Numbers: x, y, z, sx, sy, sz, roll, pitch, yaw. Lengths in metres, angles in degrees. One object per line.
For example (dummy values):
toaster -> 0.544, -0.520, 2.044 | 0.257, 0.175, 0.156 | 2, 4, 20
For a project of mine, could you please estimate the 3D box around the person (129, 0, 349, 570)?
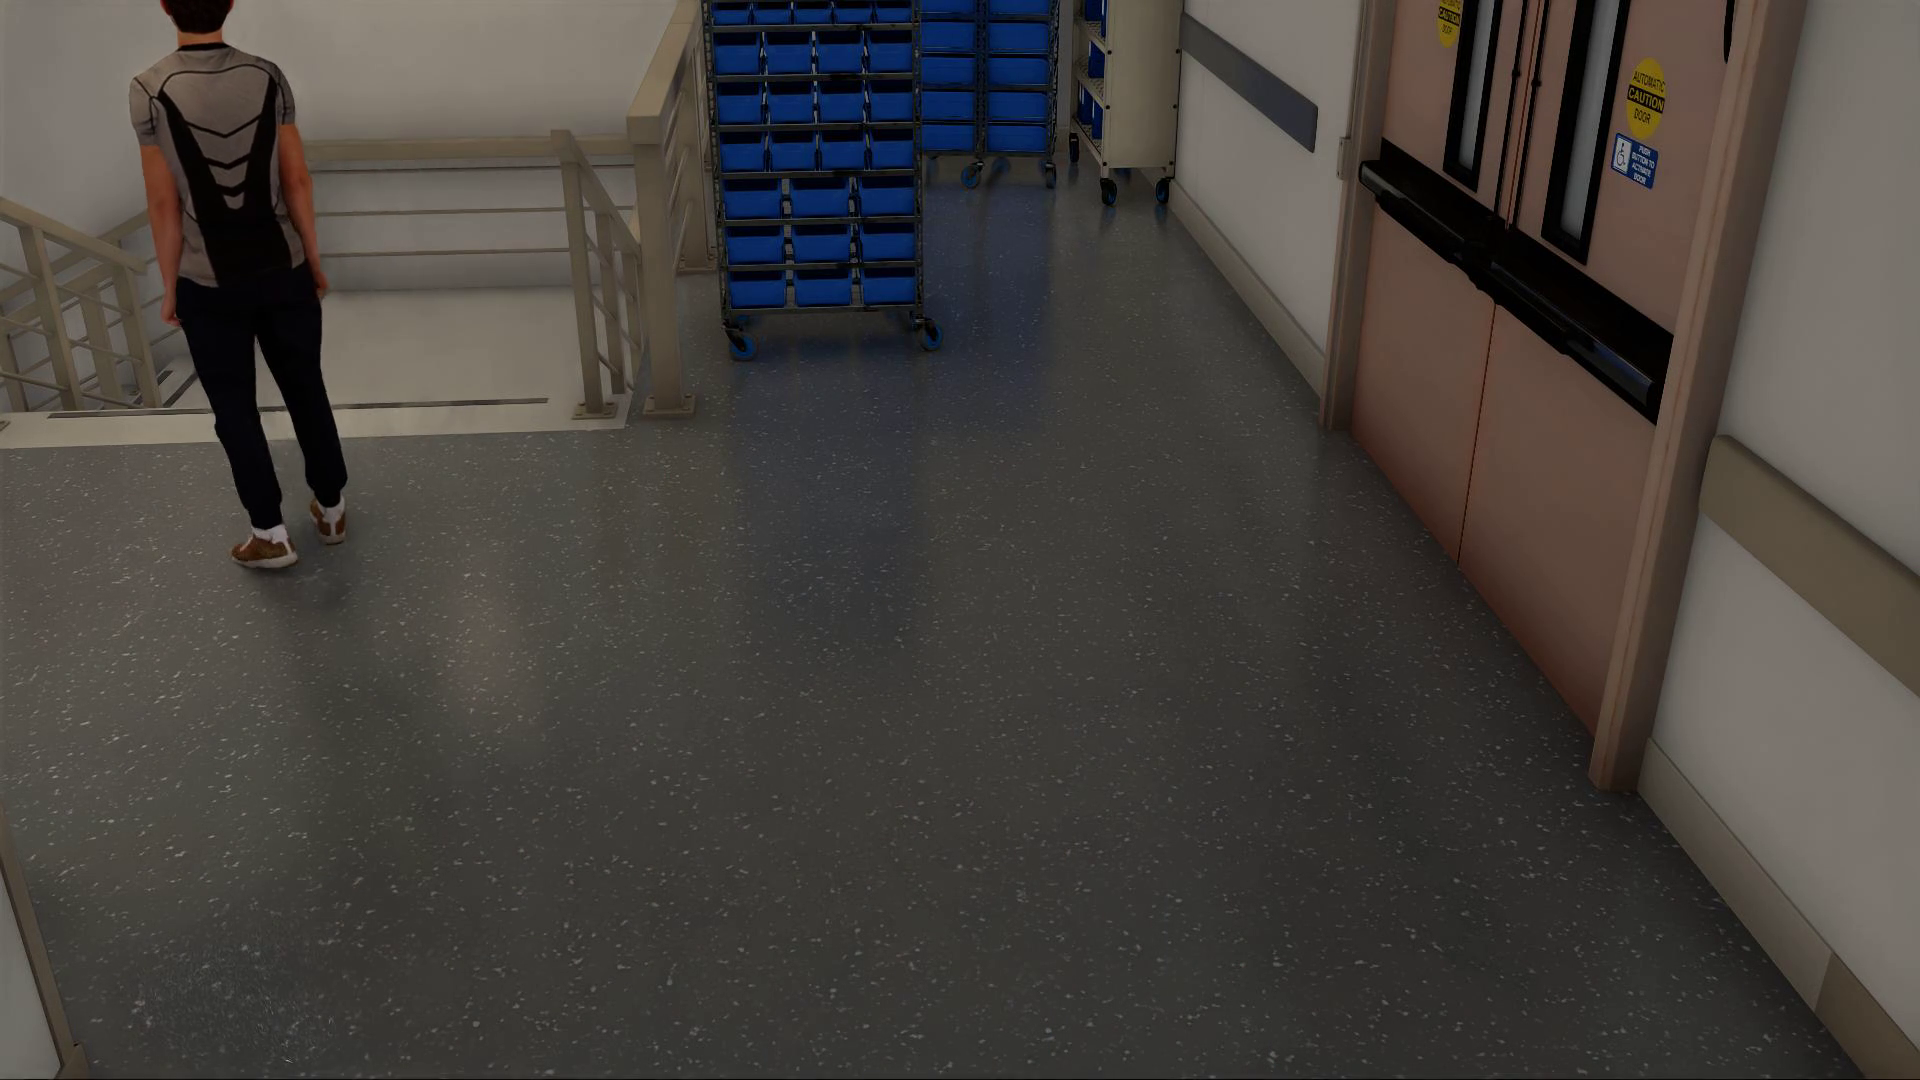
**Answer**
person -> -2.170, -0.825, 5.051 | 0.797, 1.900, 0.838 | -20, 32, -35
